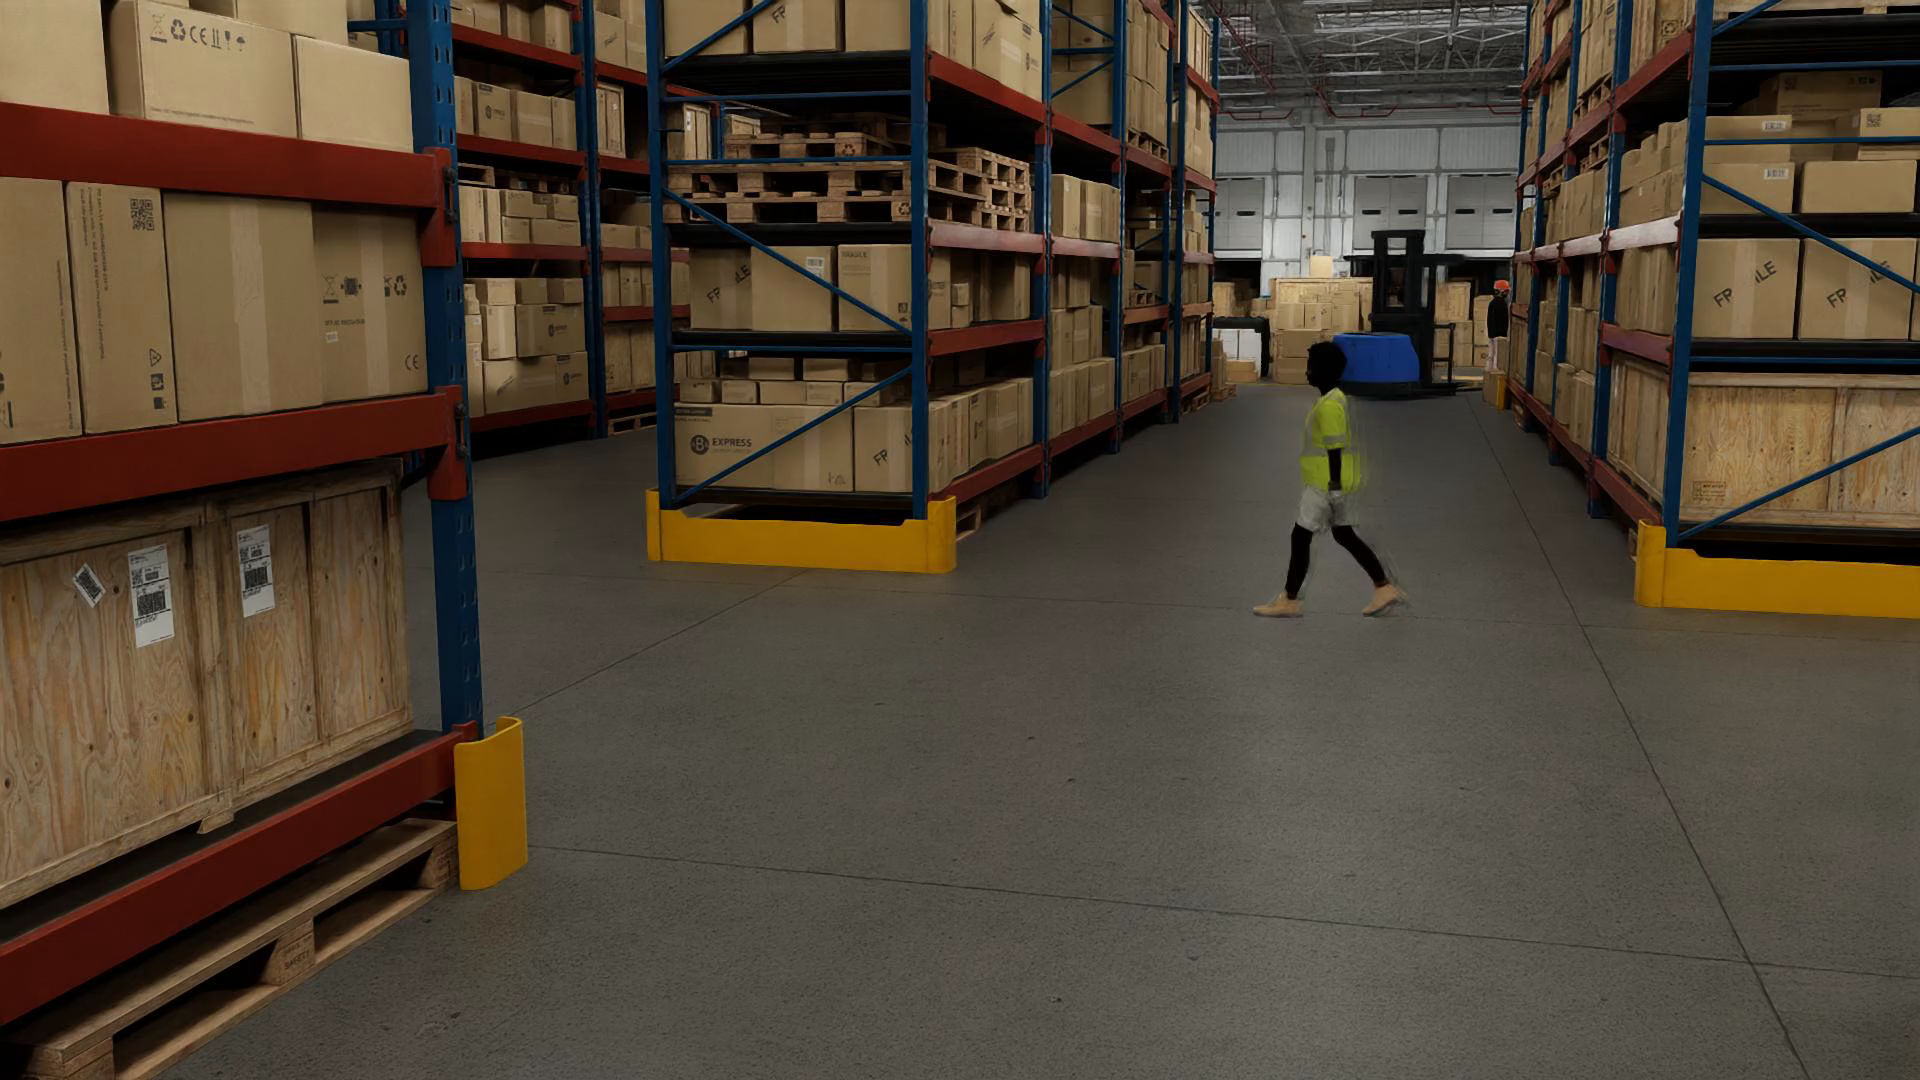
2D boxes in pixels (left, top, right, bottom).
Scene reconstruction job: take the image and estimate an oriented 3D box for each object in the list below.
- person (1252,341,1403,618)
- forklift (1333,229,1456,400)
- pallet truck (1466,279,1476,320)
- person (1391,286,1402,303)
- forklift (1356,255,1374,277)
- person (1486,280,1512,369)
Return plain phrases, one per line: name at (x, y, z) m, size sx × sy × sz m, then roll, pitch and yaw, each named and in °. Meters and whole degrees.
person at (2.227, -0.346, 9.843) m, size 0.853 × 1.663 × 0.539 m, roll 2°, pitch 9°, yaw 13°
forklift at (7.288, -3.799, 27.909) m, size 1.873 × 2.768 × 1.129 m, roll -5°, pitch 10°, yaw -30°
pallet truck at (18.896, -8.459, 60.307) m, size 1.885 × 1.965 × 0.823 m, roll 5°, pitch 10°, yaw 31°
person at (9.661, -4.698, 36.910) m, size 0.429 × 1.844 × 0.625 m, roll -1°, pitch 9°, yaw -7°
forklift at (14.147, -8.466, 57.559) m, size 1.129 × 2.768 × 1.873 m, roll -2°, pitch 9°, yaw -11°
person at (9.716, -3.686, 29.989) m, size 0.383 × 1.993 × 0.622 m, roll -1°, pitch 9°, yaw -7°
